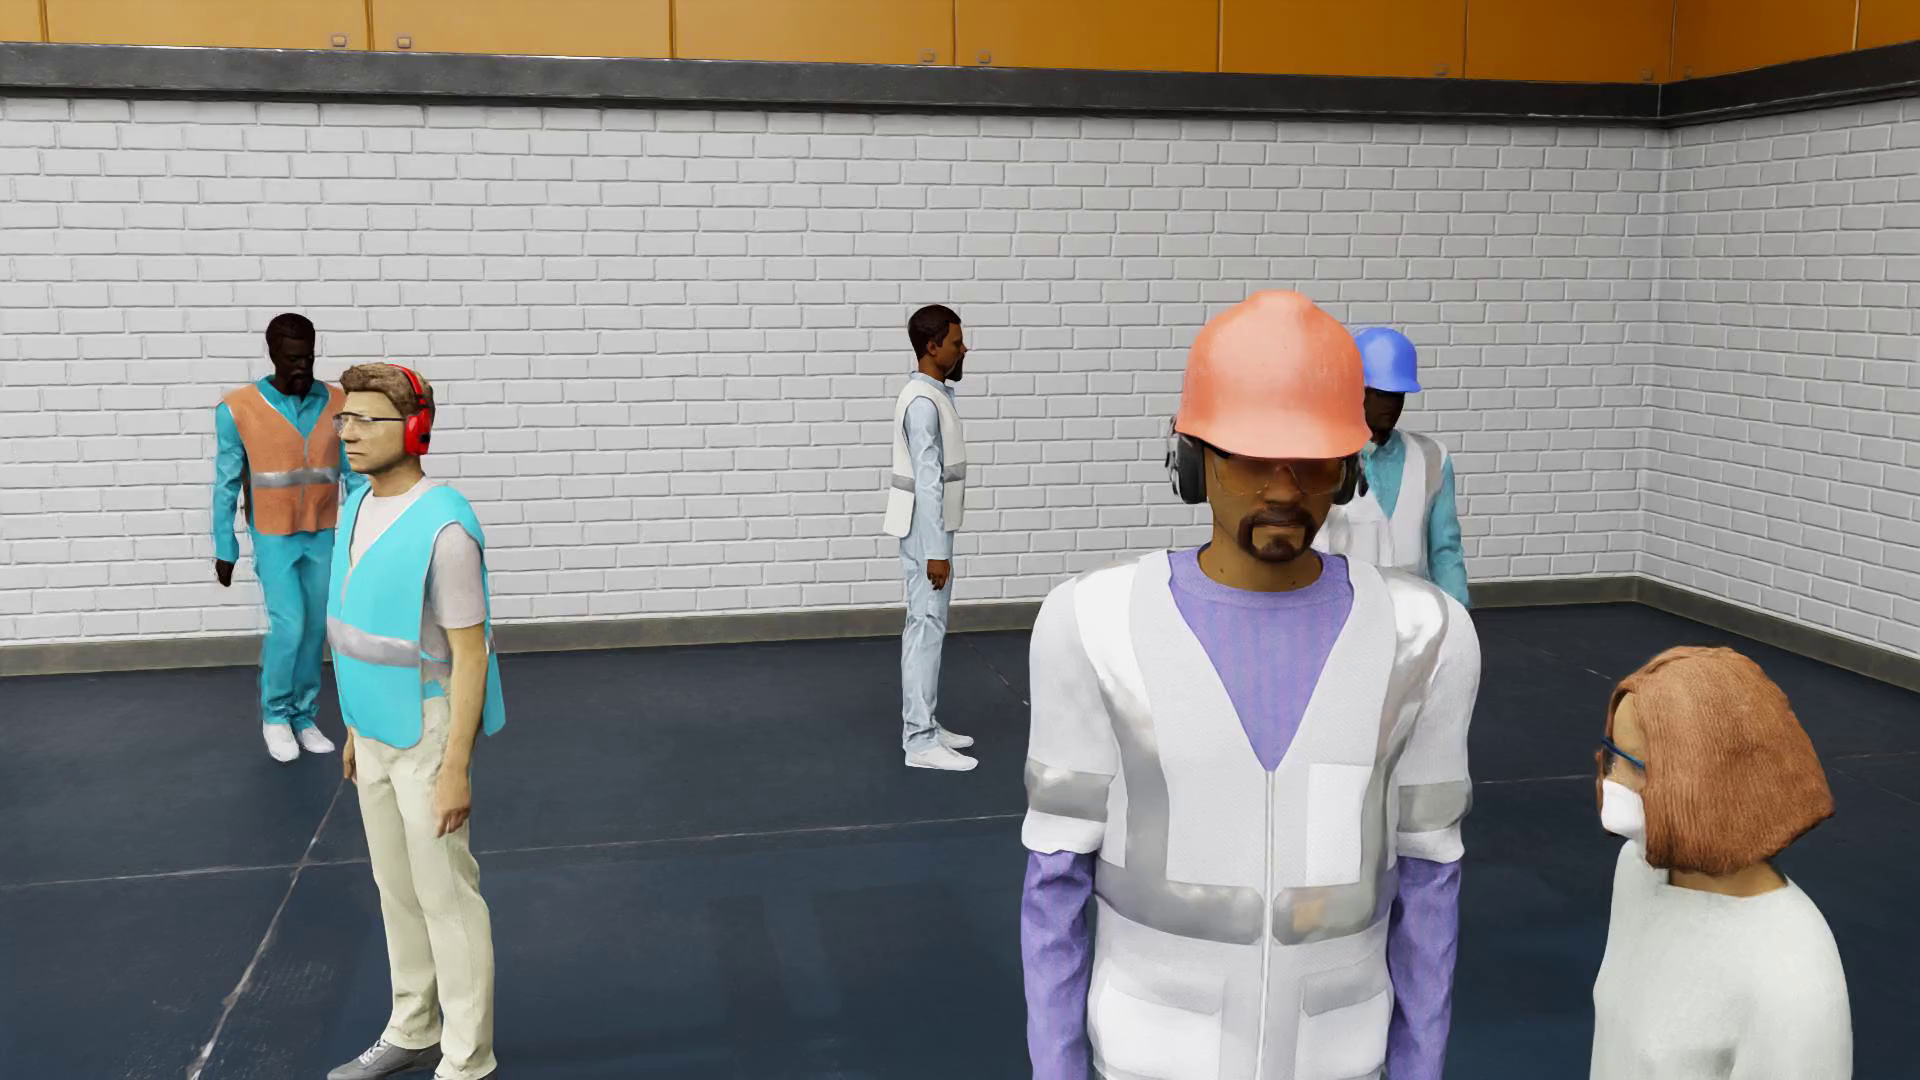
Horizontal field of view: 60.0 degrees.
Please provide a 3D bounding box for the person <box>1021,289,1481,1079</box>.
[{"bbox_3d":[0.386,0.692,2.255,0.608,2.044,0.372,0,9,-1],"label":"person"}]

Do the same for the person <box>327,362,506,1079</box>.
[{"bbox_3d":[-1.333,0.490,4.069,0.569,1.849,0.384,9,13,44],"label":"person"}]

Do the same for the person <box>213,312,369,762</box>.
[{"bbox_3d":[-2.786,-0.004,6.987,0.515,1.889,0.597,8,12,39],"label":"person"}]

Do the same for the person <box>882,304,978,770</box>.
[{"bbox_3d":[-0.125,-0.014,6.930,0.392,1.922,0.593,0,9,-2],"label":"person"}]

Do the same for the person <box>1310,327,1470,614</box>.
[{"bbox_3d":[1.262,0.292,5.181,0.603,1.895,1.018,-3,10,-19],"label":"person"}]

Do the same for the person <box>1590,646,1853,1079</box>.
[{"bbox_3d":[0.903,0.931,2.075,0.280,1.628,0.504,0,9,1],"label":"person"}]
